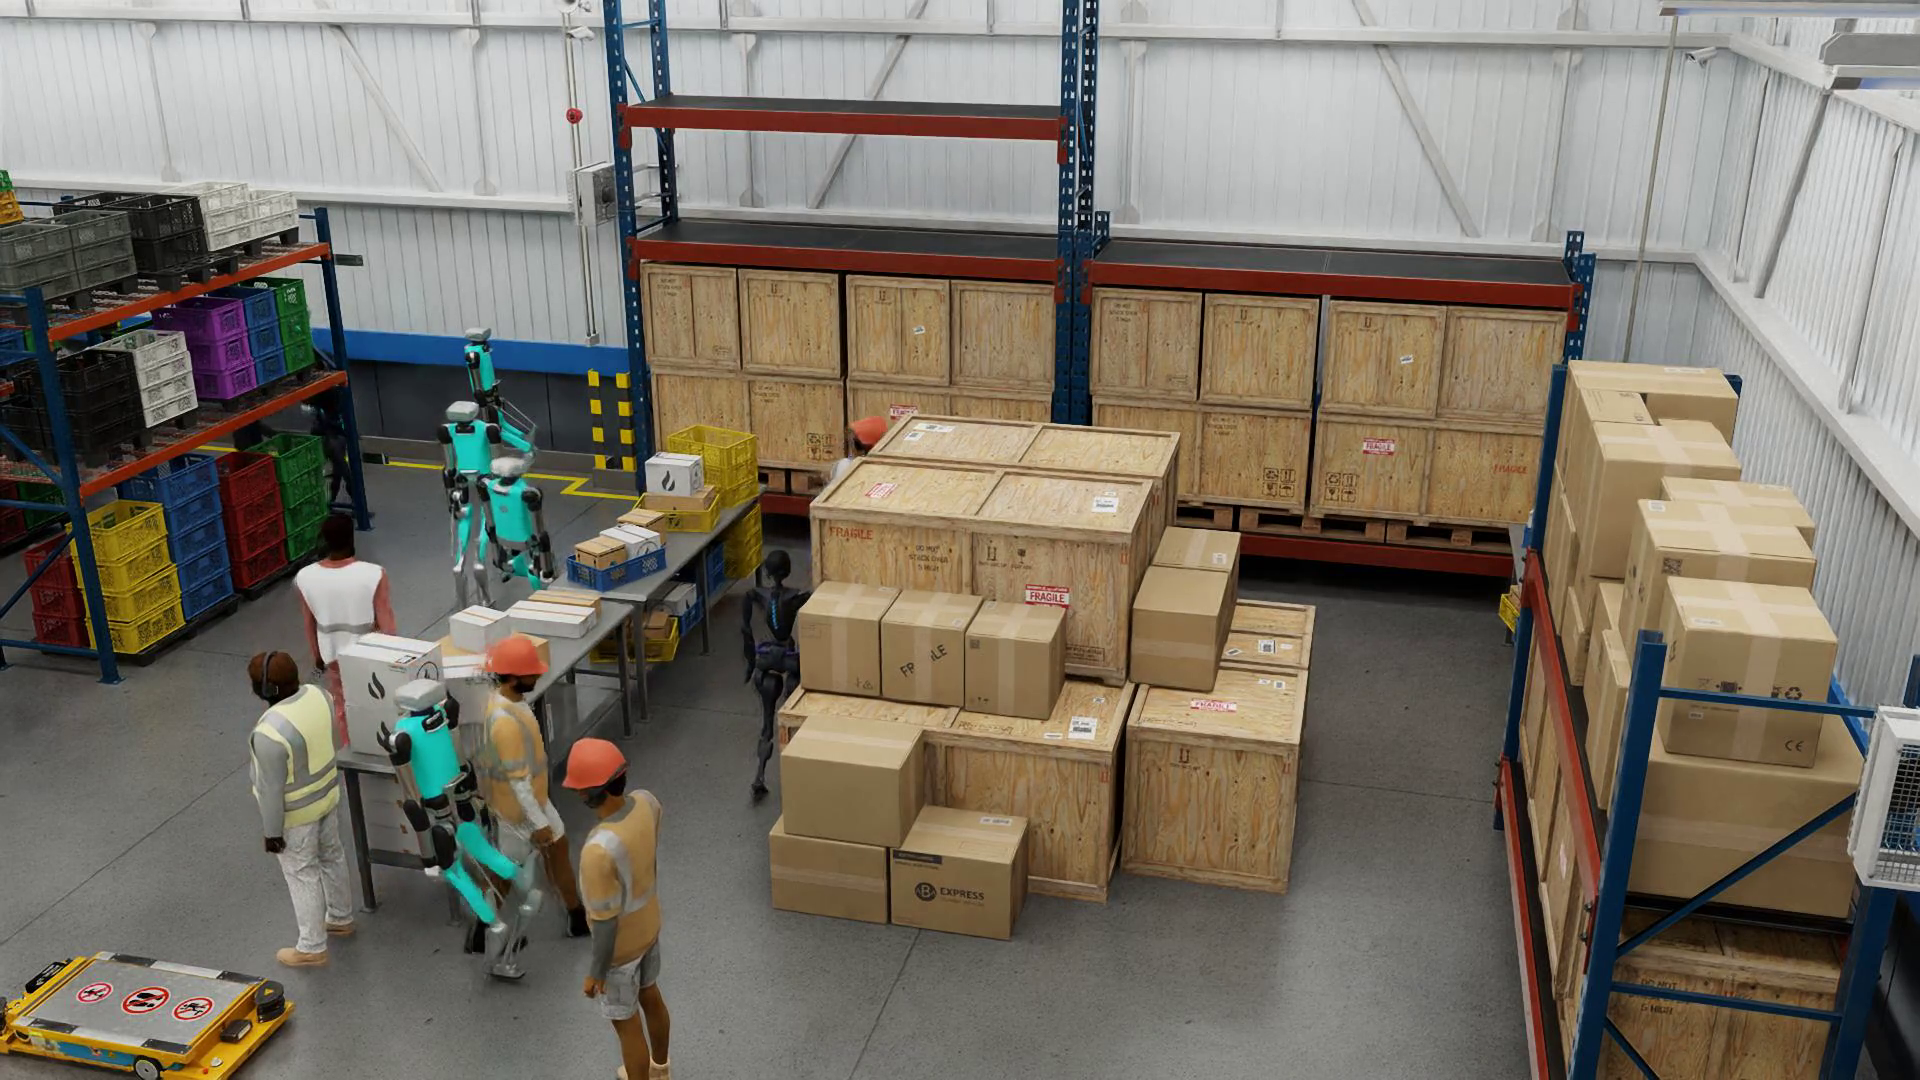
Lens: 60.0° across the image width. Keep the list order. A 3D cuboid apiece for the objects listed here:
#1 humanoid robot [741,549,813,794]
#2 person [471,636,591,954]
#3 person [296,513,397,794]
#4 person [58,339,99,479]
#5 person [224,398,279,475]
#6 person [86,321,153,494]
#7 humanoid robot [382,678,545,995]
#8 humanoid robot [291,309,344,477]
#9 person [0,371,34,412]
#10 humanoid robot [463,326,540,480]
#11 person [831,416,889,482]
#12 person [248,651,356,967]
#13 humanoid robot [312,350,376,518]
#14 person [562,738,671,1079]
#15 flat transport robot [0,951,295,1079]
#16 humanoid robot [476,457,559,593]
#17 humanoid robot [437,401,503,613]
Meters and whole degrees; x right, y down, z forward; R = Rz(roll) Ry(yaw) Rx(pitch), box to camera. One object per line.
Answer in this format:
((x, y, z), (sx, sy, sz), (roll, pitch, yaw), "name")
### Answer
((-1.171, 0.859, 10.912), (0.600, 1.647, 0.773), (4, 21, 12), "humanoid robot")
((-2.358, 1.406, 9.089), (0.839, 1.900, 0.567), (-2, 21, -7), "person")
((-3.938, 0.702, 10.917), (0.618, 1.900, 0.667), (0, 21, -1), "person")
((-8.901, -1.341, 16.507), (0.354, 1.729, 0.495), (-4, 21, -10), "person")
((-7.274, -1.531, 16.916), (0.631, 1.798, 0.566), (-10, 23, -25), "person")
((-8.233, -1.336, 16.327), (0.336, 1.855, 0.501), (19, 28, 40), "person")
((-2.551, 1.613, 8.811), (0.785, 1.783, 0.531), (6, 22, 16), "humanoid robot")
((-6.424, -1.463, 16.860), (0.679, 1.834, 0.551), (-5, 22, -14), "humanoid robot")
((-9.410, -1.376, 16.410), (0.315, 1.865, 0.521), (9, 23, 22), "person")
((-4.352, -1.221, 16.059), (0.718, 1.707, 0.530), (-1, 21, -3), "humanoid robot")
((-0.732, 0.036, 12.506), (0.477, 2.016, 0.735), (-17, 27, -38), "person")
((-3.606, 1.449, 9.063), (0.430, 1.836, 0.624), (3, 21, 9), "person")
((-5.840, -1.003, 15.718), (0.635, 1.641, 0.599), (2, 21, 4), "humanoid robot")
((-1.597, 1.840, 7.764), (0.389, 2.034, 0.604), (5, 22, 13), "person")
((-4.270, 2.464, 8.601), (1.431, 0.231, 0.659), (5, 22, 13), "flat transport robot")
((-3.219, 0.141, 12.612), (0.560, 1.734, 0.959), (8, 22, 20), "humanoid robot")
((-3.994, -0.147, 13.532), (0.548, 1.901, 0.703), (3, 21, 7), "humanoid robot")
